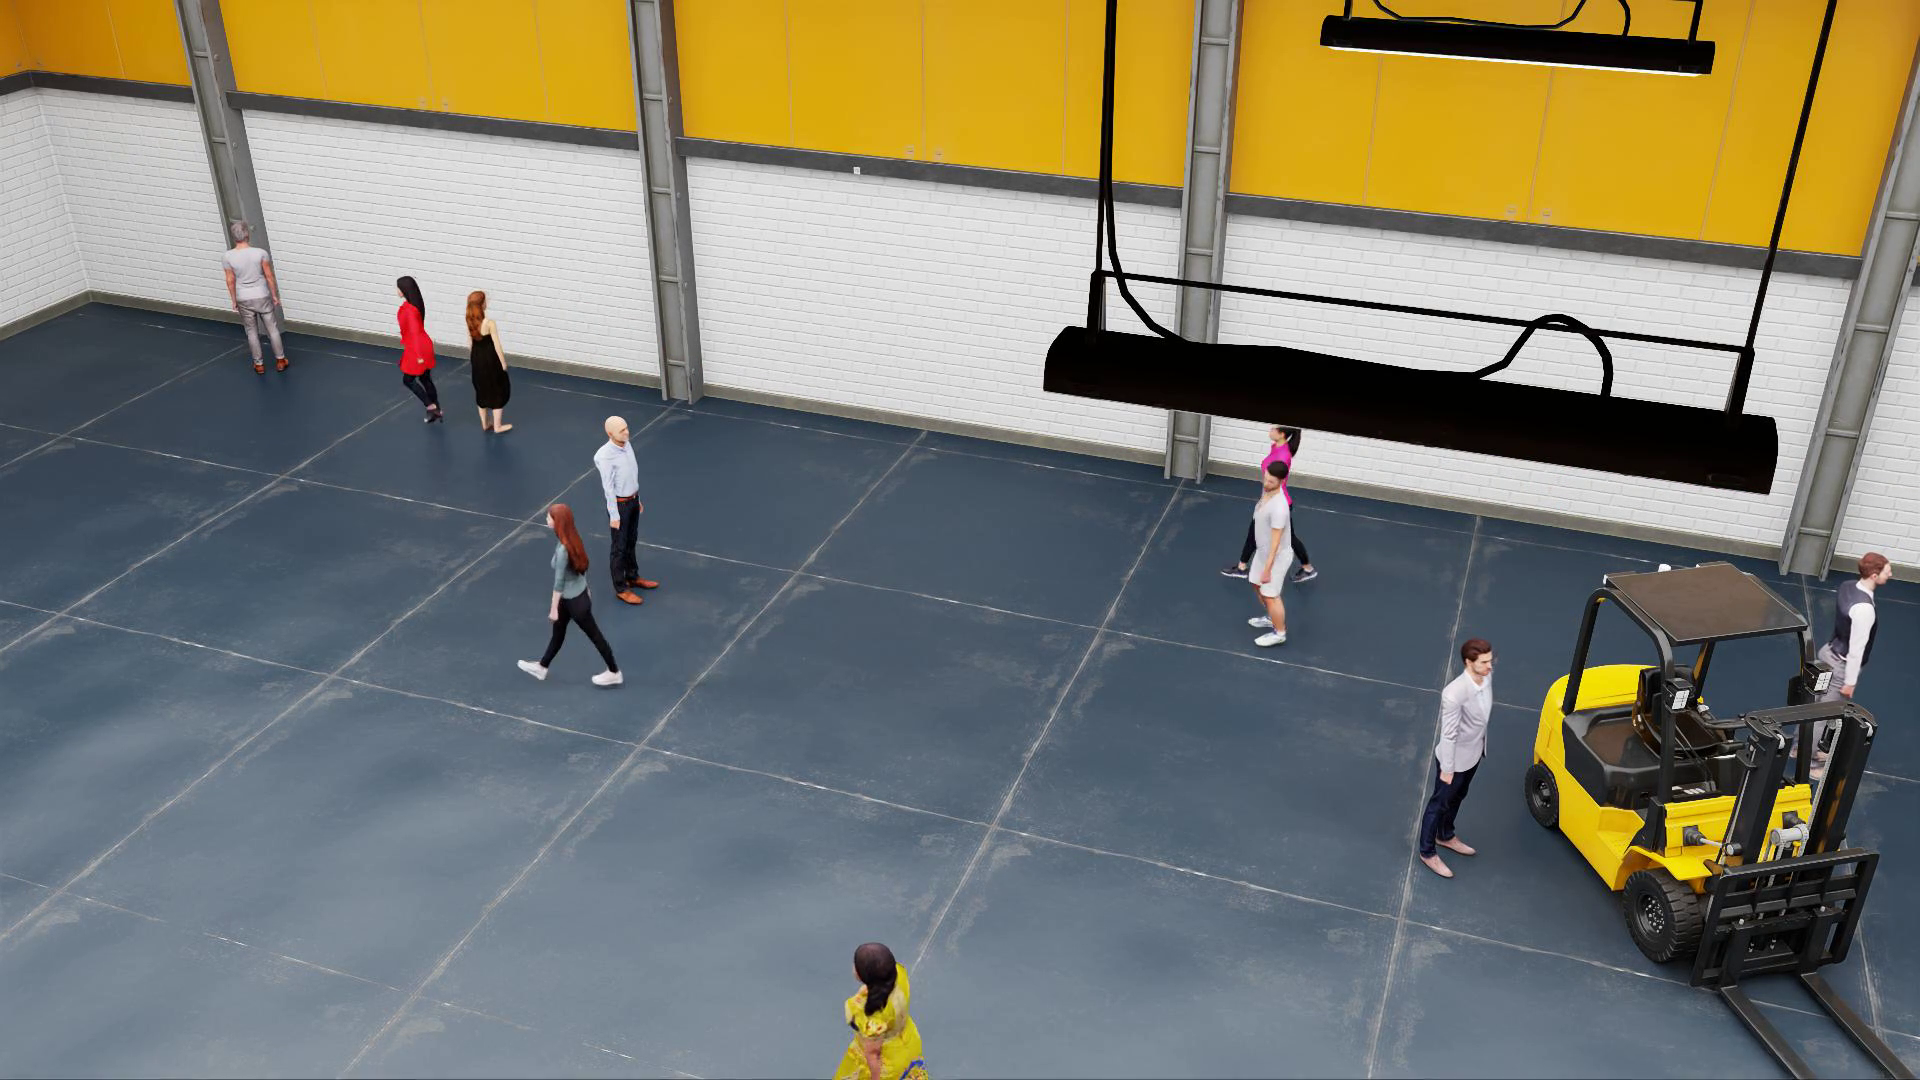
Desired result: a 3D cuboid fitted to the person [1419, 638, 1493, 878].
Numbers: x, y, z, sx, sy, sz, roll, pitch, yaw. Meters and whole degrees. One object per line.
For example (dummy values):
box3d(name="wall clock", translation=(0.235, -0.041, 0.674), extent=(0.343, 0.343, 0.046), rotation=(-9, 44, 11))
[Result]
box3d(name="person", translation=(3.527, 1.486, 11.746), extent=(0.728, 1.853, 0.758), rotation=(24, 37, 37))

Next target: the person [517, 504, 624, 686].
box3d(name="person", translation=(-3.091, 0.509, 13.702), extent=(1.184, 1.697, 0.856), rotation=(0, 29, 0))

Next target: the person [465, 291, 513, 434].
box3d(name="person", translation=(-5.228, -1.955, 18.295), extent=(0.537, 1.622, 0.658), rotation=(14, 32, 24))

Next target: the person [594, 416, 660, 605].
box3d(name="person", translation=(-3.055, -0.304, 15.094), extent=(0.558, 1.792, 0.629), rotation=(9, 30, 16))

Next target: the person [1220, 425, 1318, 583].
box3d(name="person", translation=(2.996, -0.322, 15.262), extent=(1.189, 1.662, 0.863), rotation=(0, 29, 0))

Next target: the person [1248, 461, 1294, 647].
box3d(name="person", translation=(2.741, 0.112, 14.314), extent=(0.804, 1.808, 0.831), rotation=(4, 29, 8))

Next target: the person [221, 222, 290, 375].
box3d(name="person", translation=(-8.386, -2.866, 19.755), extent=(0.733, 1.824, 0.823), rotation=(-10, 30, -17))

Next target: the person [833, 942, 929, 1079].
box3d(name="person", translation=(-0.348, 2.924, 9.332), extent=(0.863, 1.641, 0.815), rotation=(12, 31, 21))

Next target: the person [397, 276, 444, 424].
box3d(name="person", translation=(-5.900, -2.079, 18.405), extent=(0.786, 1.736, 0.754), rotation=(-5, 29, -10))

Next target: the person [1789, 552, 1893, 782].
box3d(name="person", translation=(6.706, 0.933, 12.673), extent=(0.587, 1.937, 0.674), rotation=(6, 29, 10))
